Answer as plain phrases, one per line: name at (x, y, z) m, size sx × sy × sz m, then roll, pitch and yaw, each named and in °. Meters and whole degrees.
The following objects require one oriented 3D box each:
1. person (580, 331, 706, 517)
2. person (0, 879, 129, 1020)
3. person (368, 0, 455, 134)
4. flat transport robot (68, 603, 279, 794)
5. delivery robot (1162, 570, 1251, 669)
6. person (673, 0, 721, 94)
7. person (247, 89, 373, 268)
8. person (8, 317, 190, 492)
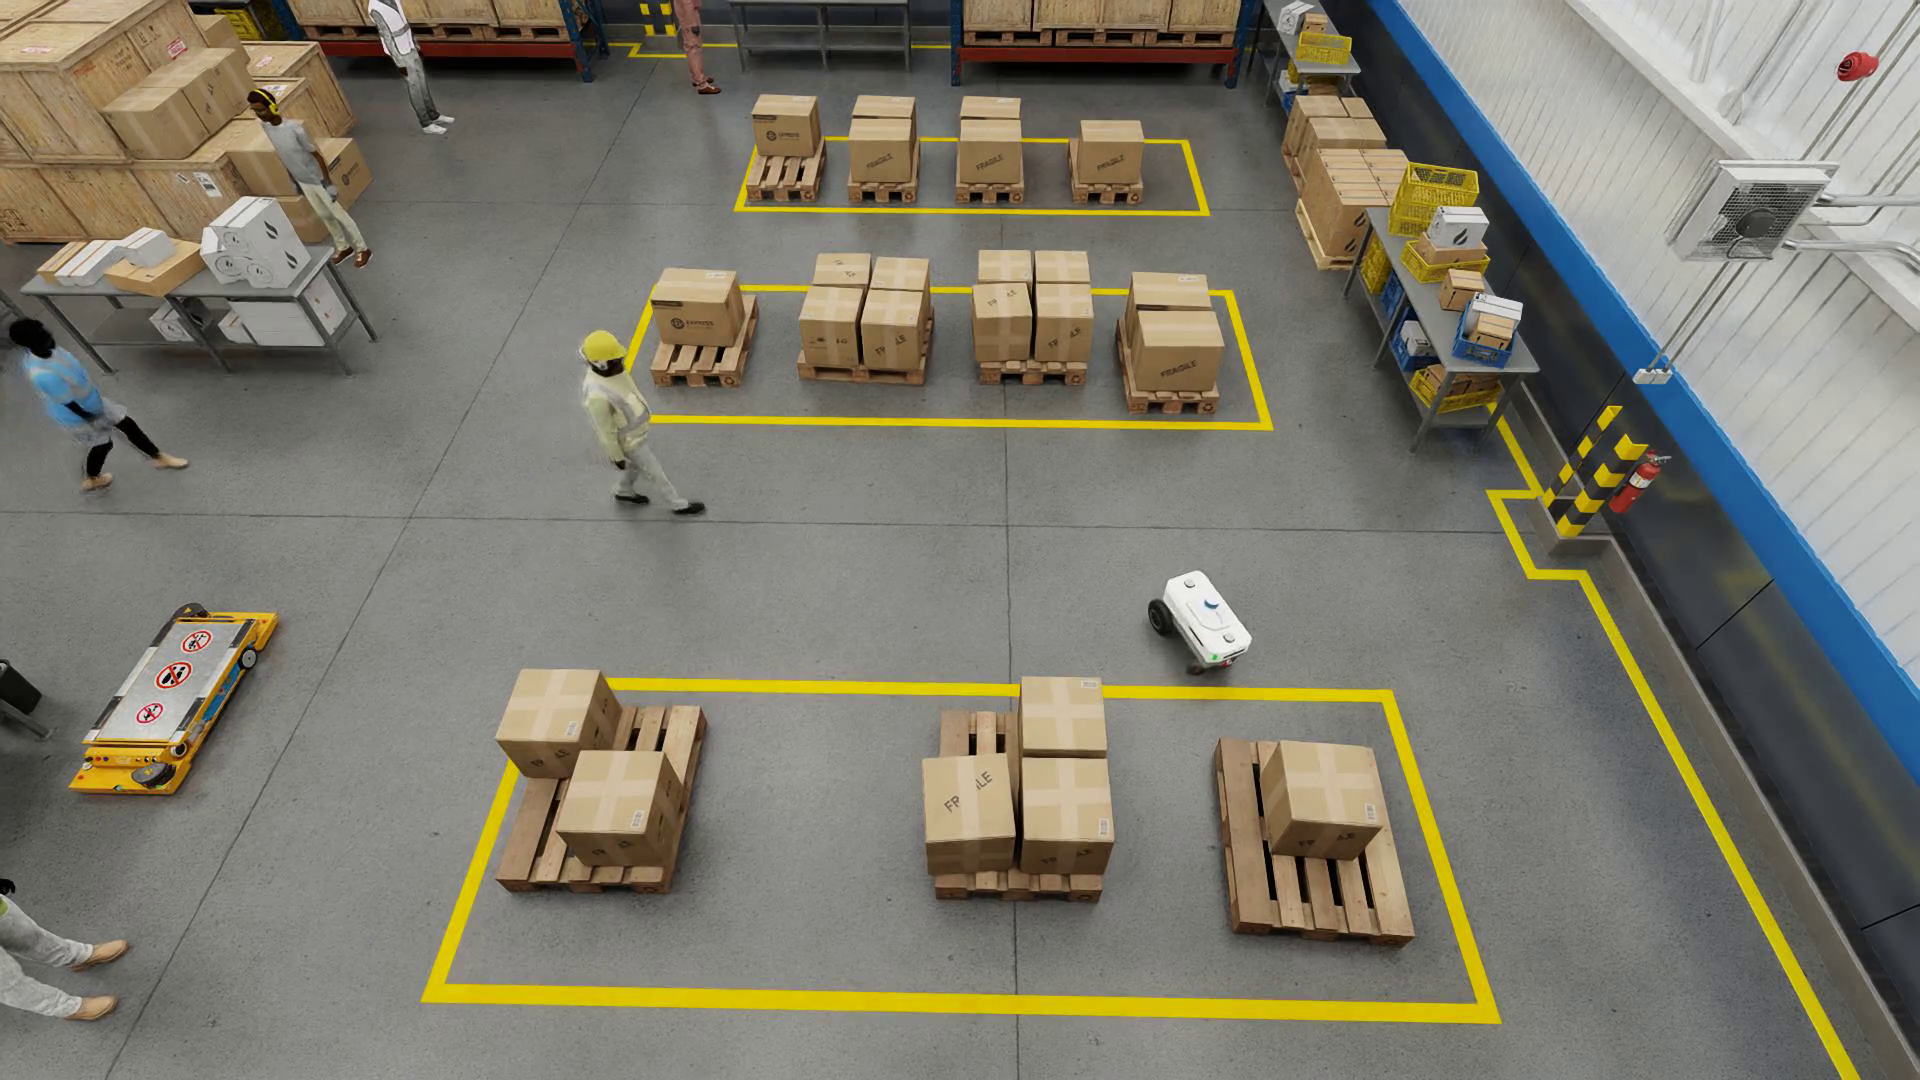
person at (-2.558, -0.862, 7.084) m, size 0.766 × 1.804 × 0.610 m, roll -4°, pitch 50°, yaw -4°
person at (-5.052, 1.980, 4.656) m, size 0.429 × 1.838 × 0.622 m, roll -14°, pitch 51°, yaw -12°
person at (-6.938, -6.082, 11.432) m, size 0.386 × 1.912 × 0.591 m, roll -1°, pitch 50°, yaw -1°
flat transport robot at (-5.504, 1.072, 6.442) m, size 0.652 × 0.197 × 1.431 m, roll 1°, pitch 50°, yaw 1°
delivery robot at (1.778, 0.570, 6.623) m, size 0.477 × 0.478 × 0.707 m, roll -18°, pitch 52°, yaw -14°
person at (-3.586, -6.981, 12.193) m, size 0.409 × 1.908 × 0.639 m, roll -18°, pitch 52°, yaw -15°
person at (-6.679, -3.687, 9.429) m, size 0.512 × 1.872 × 0.330 m, roll 12°, pitch 51°, yaw 10°
person at (-7.119, -1.055, 7.339) m, size 0.705 × 1.652 × 0.532 m, roll -15°, pitch 51°, yaw -13°
